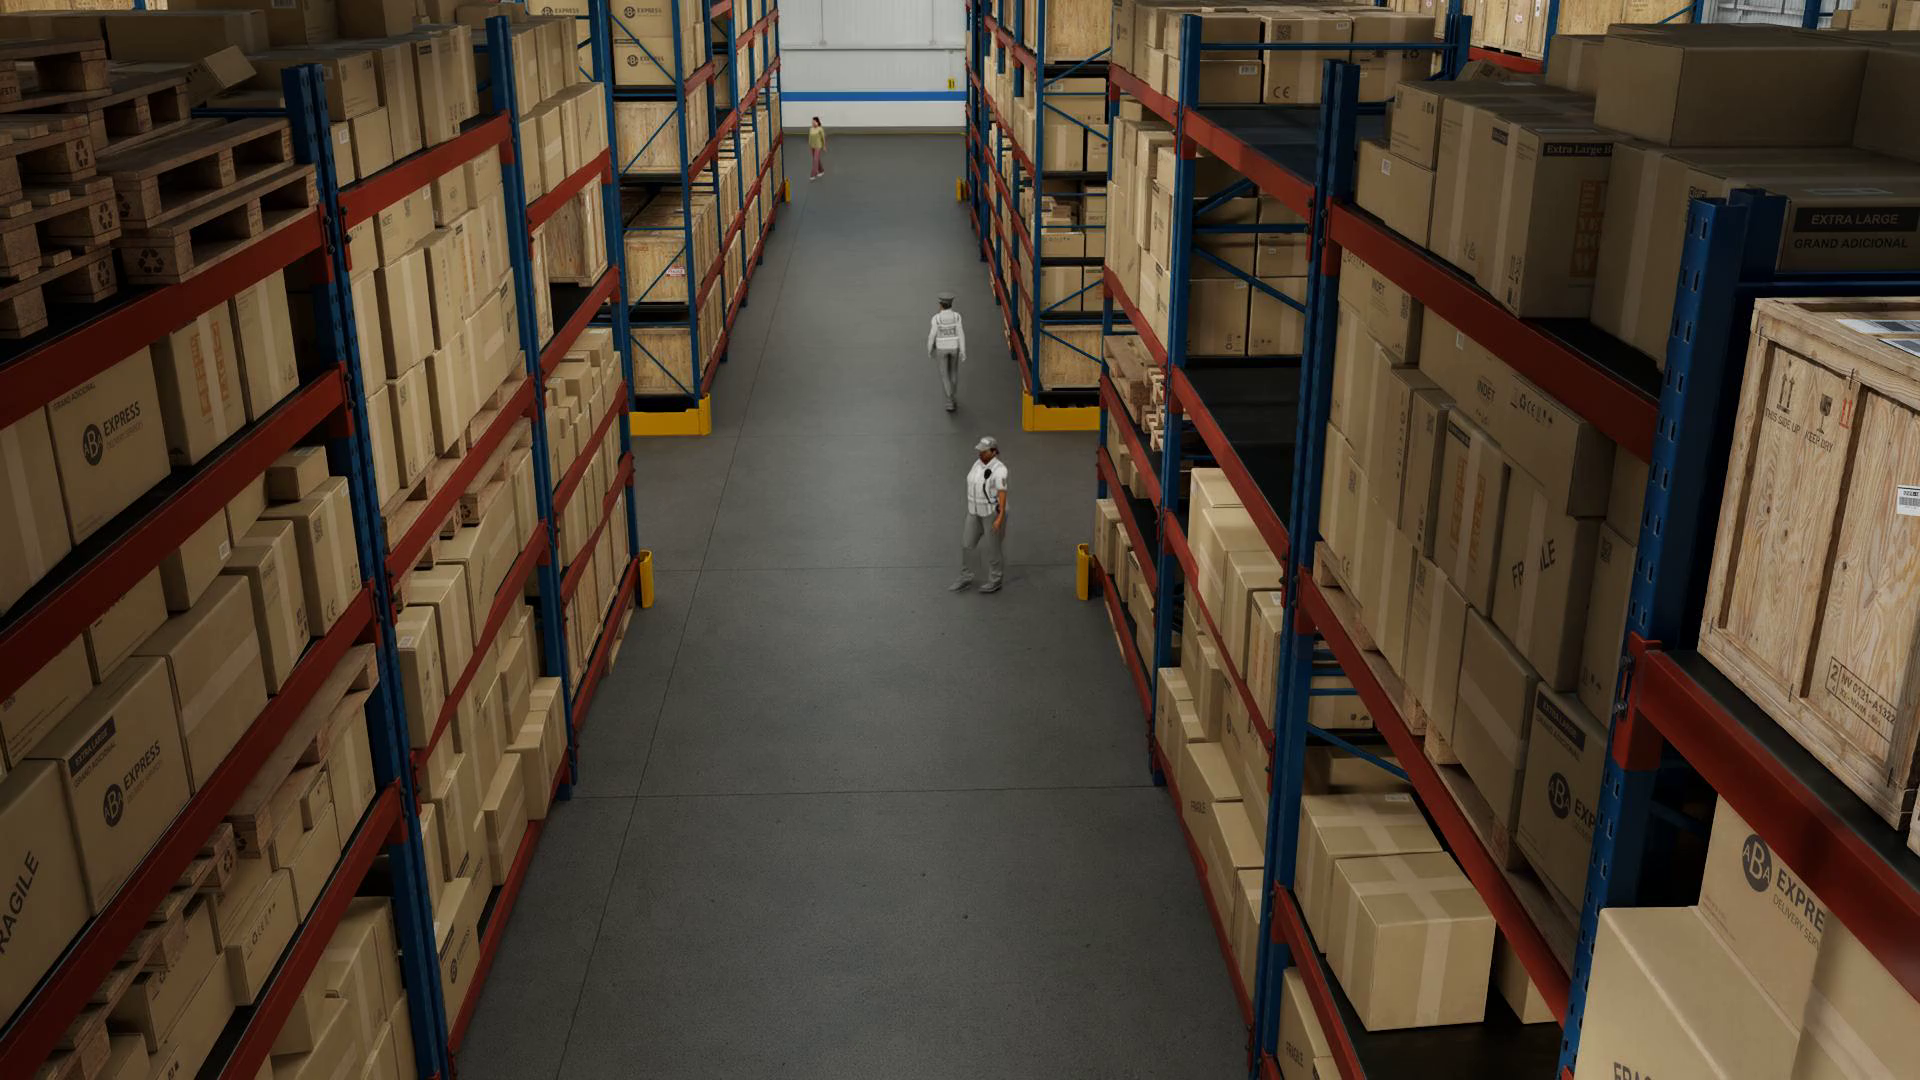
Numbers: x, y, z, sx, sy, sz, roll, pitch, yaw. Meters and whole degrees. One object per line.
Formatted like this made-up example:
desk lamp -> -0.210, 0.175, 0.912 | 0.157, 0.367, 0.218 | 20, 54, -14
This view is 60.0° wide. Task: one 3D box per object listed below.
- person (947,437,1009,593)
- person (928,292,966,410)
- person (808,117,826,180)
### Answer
person -> 0.219, -0.240, 17.258 | 0.487, 1.667, 0.592 | 19, 28, 41
person -> -0.230, -2.754, 23.985 | 0.525, 1.645, 0.815 | -7, 22, -18
person -> -3.917, -10.674, 45.228 | 0.471, 1.648, 0.930 | 12, 24, 30
